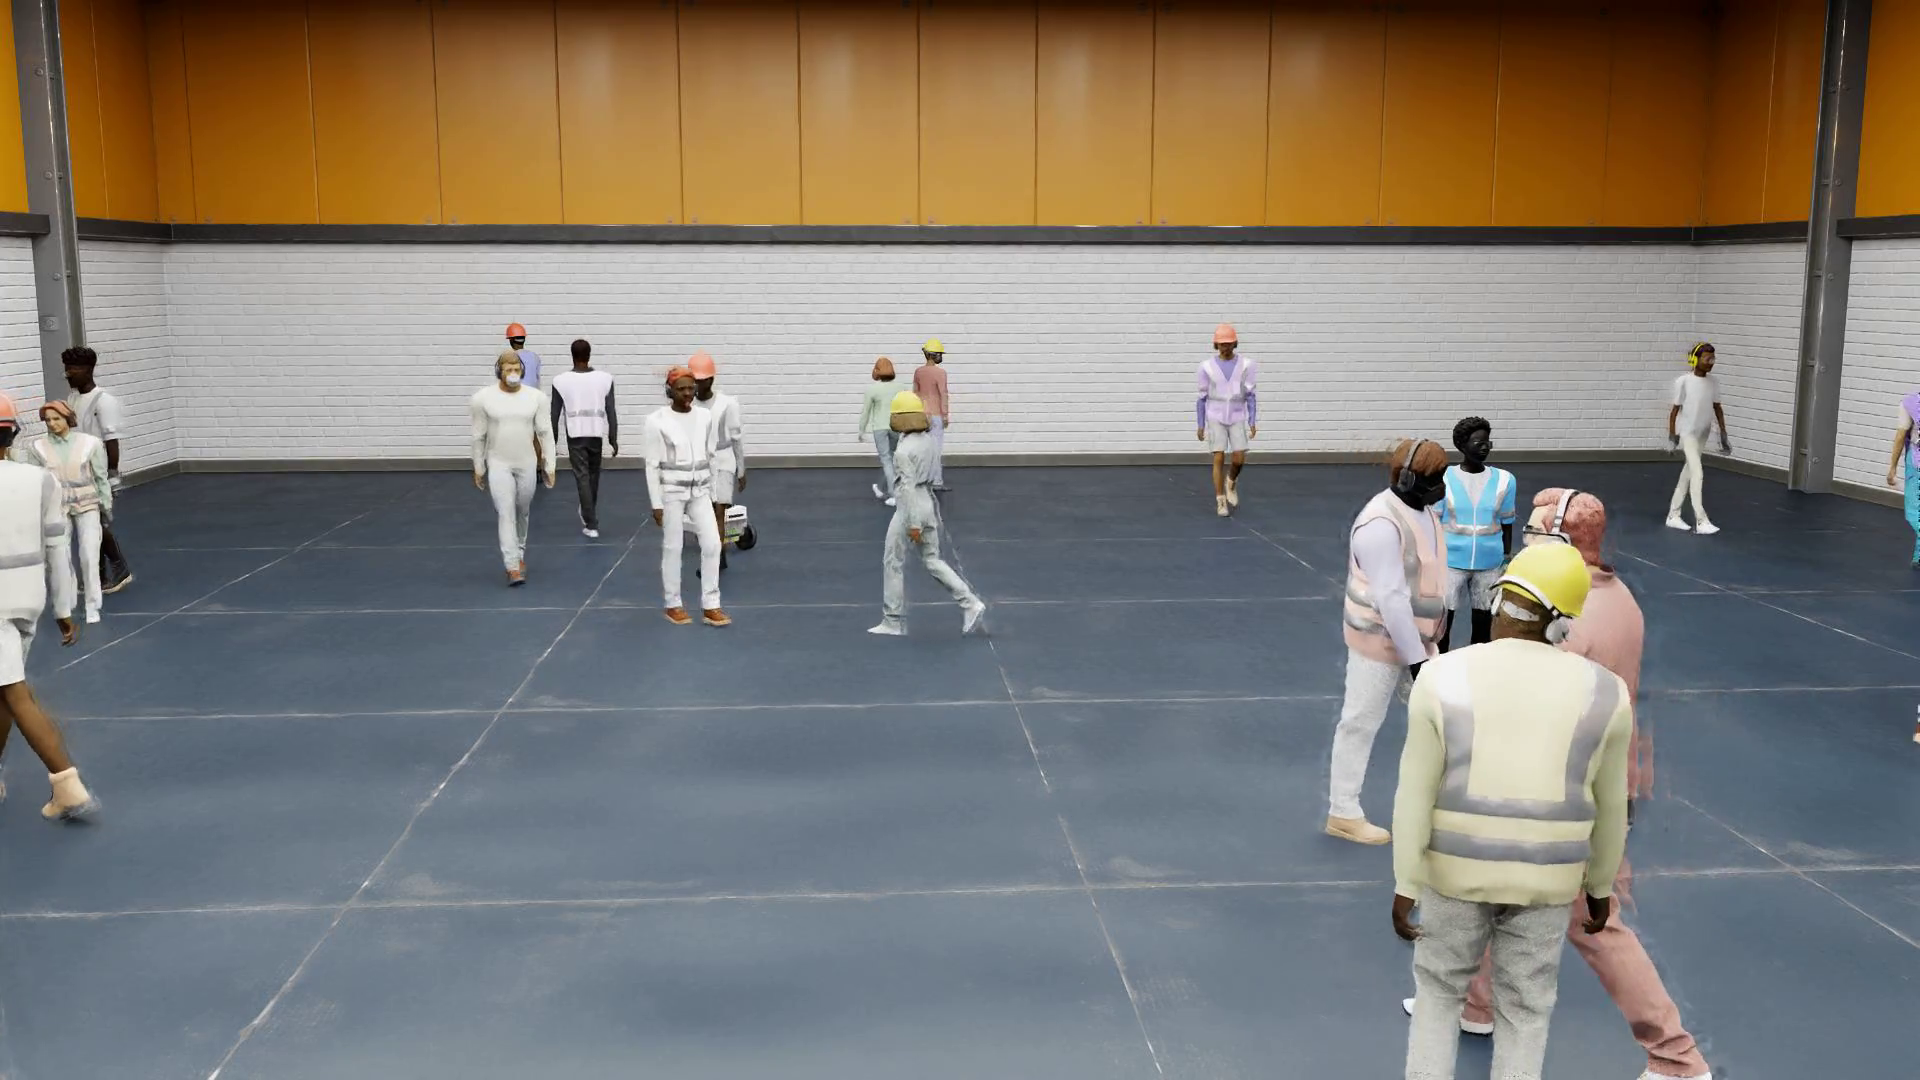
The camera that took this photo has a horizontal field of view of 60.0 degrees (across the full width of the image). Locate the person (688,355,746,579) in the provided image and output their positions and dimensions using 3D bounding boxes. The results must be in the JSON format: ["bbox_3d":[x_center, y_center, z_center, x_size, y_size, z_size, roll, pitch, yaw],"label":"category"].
[{"bbox_3d":[-2.071,-0.586,13.636,0.555,1.856,1.060,2,9,10],"label":"person"}]

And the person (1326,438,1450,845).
[{"bbox_3d":[1.979,0.472,7.138,0.863,1.802,0.625,8,12,40],"label":"person"}]

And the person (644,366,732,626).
[{"bbox_3d":[-1.895,-0.290,11.746,0.603,1.854,0.764,-7,11,-37],"label":"person"}]

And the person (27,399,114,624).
[{"bbox_3d":[-6.410,-0.214,12.016,0.537,1.620,0.474,-4,10,-21],"label":"person"}]

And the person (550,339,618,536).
[{"bbox_3d":[-3.691,-1.006,16.192,0.622,1.868,0.970,-5,10,-26],"label":"person"}]

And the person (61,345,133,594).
[{"bbox_3d":[-6.823,-0.545,13.038,0.632,1.956,0.434,8,12,41],"label":"person"}]

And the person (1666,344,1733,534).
[{"bbox_3d":[7.219,-0.974,16.112,0.530,1.832,0.879,-4,10,-22],"label":"person"}]

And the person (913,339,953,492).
[{"bbox_3d":[-0.324,-1.444,19.298,0.329,1.765,0.526,-9,13,-44],"label":"person"}]

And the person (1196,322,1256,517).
[{"bbox_3d":[2.759,-1.249,17.266,0.623,2.020,0.558,1,9,3],"label":"person"}]

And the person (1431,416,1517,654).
[{"bbox_3d":[2.922,0.134,9.582,0.541,1.698,0.315,1,9,5],"label":"person"}]

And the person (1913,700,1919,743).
[{"bbox_3d":[5.360,0.207,8.665,0.642,1.856,0.425,3,10,19],"label":"person"}]

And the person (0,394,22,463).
[{"bbox_3d":[-7.286,-0.447,12.307,0.622,1.993,0.382,-6,11,-31],"label":"person"}]

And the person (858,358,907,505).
[{"bbox_3d":[-0.854,-1.197,18.269,0.528,1.581,0.856,-5,10,-27],"label":"person"}]

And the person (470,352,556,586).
[{"bbox_3d":[-3.646,-0.596,13.625,0.651,1.880,1.037,-4,10,-24],"label":"person"}]

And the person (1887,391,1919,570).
[{"bbox_3d":[8.098,-0.597,13.833,0.582,1.824,0.779,1,9,4],"label":"person"}]

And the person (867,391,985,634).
[{"bbox_3d":[-0.245,-0.171,11.465,0.782,1.720,0.475,5,10,27],"label":"person"}]

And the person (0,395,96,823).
[{"bbox_3d":[-4.390,0.298,7.644,1.027,1.999,0.621,3,10,21],"label":"person"}]

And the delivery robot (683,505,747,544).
[{"bbox_3d":[-2.270,-0.221,15.104,0.707,0.478,0.477,8,12,40],"label":"delivery robot"}]

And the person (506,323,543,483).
[{"bbox_3d":[-5.249,-1.619,19.857,0.374,1.933,0.550,6,11,33],"label":"person"}]

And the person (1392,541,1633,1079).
[{"bbox_3d":[1.484,0.898,4.502,0.615,1.790,0.502,2,9,11],"label":"person"}]

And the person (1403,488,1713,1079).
[{"bbox_3d":[1.895,0.768,5.124,1.012,1.862,0.657,7,11,37],"label":"person"}]
